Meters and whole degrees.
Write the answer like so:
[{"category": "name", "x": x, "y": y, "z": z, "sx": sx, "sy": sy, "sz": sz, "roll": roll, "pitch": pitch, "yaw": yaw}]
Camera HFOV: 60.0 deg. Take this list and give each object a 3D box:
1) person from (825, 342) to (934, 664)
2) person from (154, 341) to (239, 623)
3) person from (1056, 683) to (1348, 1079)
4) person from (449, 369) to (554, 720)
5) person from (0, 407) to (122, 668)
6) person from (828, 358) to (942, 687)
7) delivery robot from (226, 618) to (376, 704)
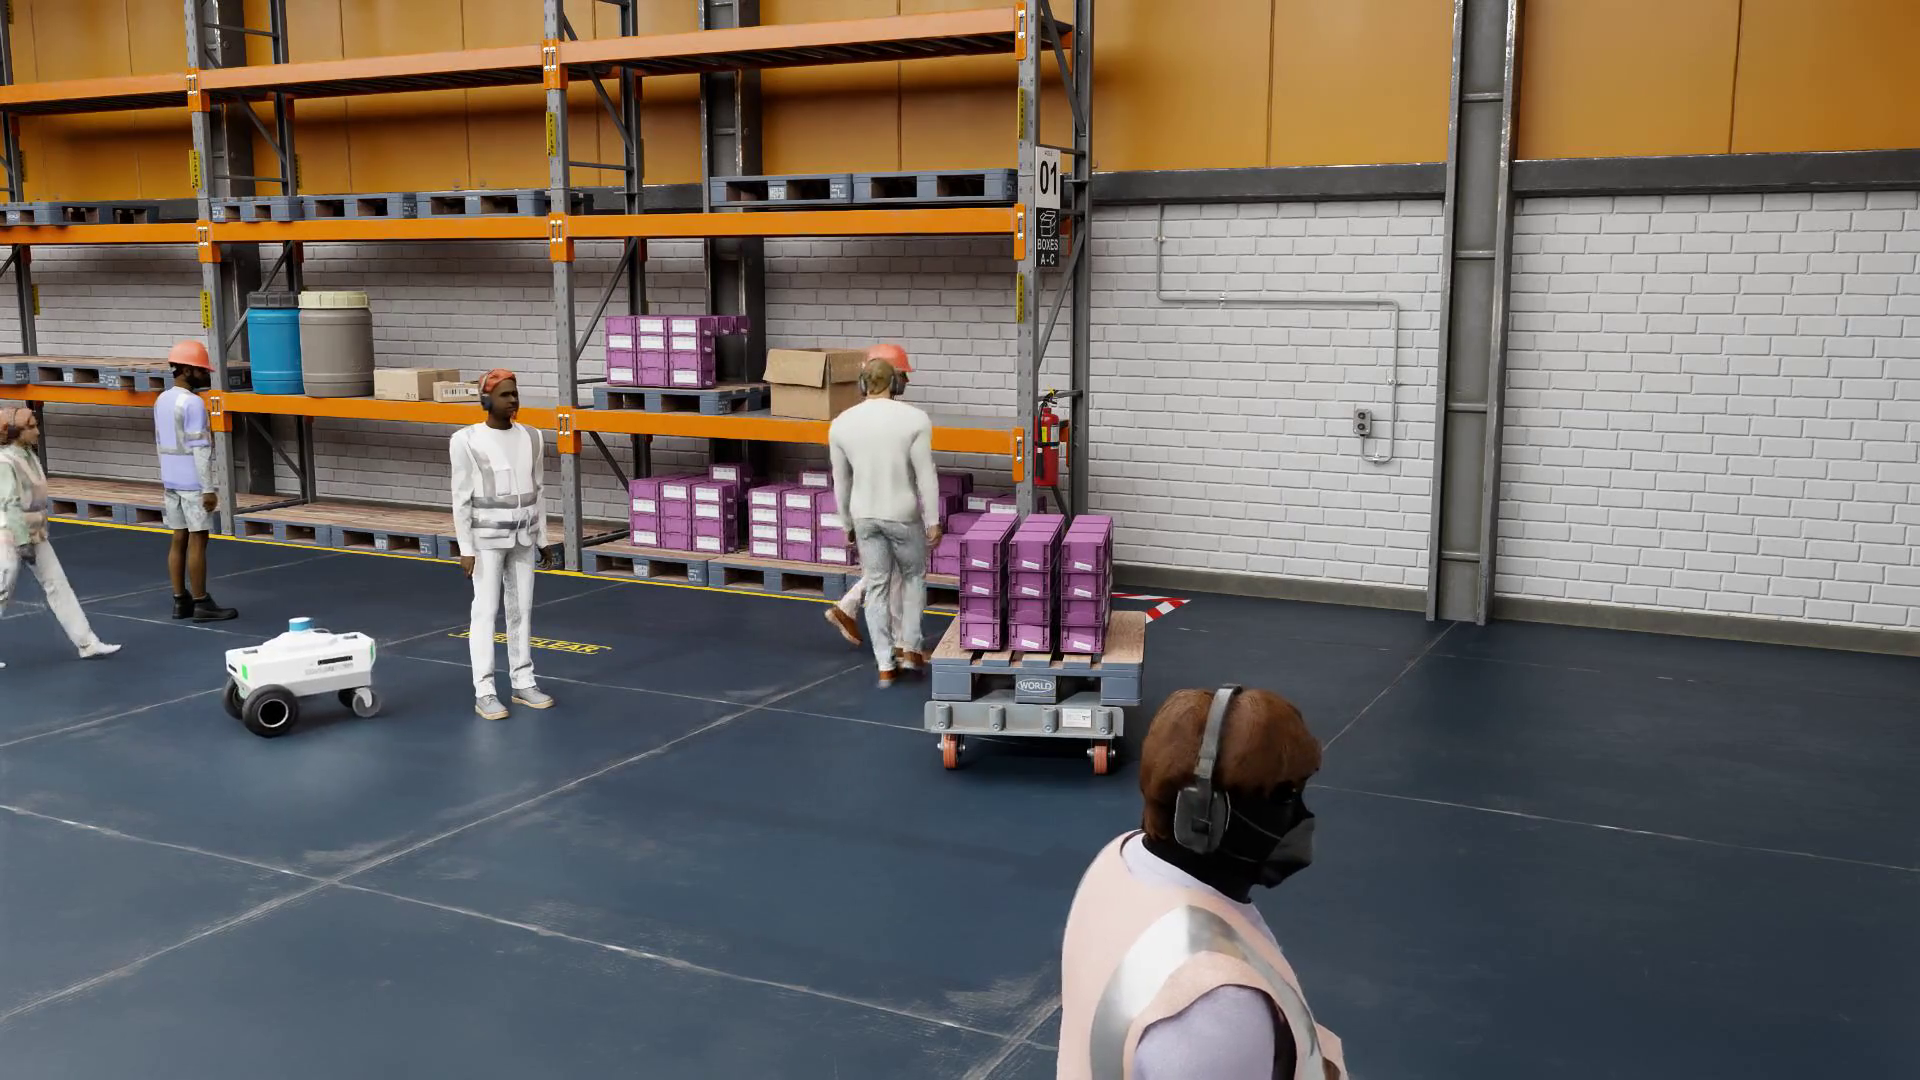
[{"category": "person", "x": -0.472, "y": -0.225, "z": 10.221, "sx": 0.722, "sy": 1.977, "sz": 0.637, "roll": 1, "pitch": 9, "yaw": 8}, {"category": "person", "x": -5.276, "y": -0.395, "z": 11.439, "sx": 0.545, "sy": 1.927, "sz": 0.385, "roll": 7, "pitch": 12, "yaw": 39}, {"category": "person", "x": 0.349, "y": 1.109, "z": 2.431, "sx": 0.430, "sy": 1.840, "sz": 0.626, "roll": -1, "pitch": 9, "yaw": -5}, {"category": "person", "x": -2.474, "y": 0.016, "z": 9.034, "sx": 0.355, "sy": 1.885, "sz": 0.574, "roll": 7, "pitch": 12, "yaw": 39}, {"category": "person", "x": -5.668, "y": -0.008, "z": 10.081, "sx": 0.880, "sy": 1.590, "sz": 0.539, "roll": -1, "pitch": 9, "yaw": -8}, {"category": "person", "x": -0.433, "y": -0.100, "z": 9.696, "sx": 0.682, "sy": 1.900, "sz": 0.477, "roll": 2, "pitch": 9, "yaw": 12}, {"category": "delivery robot", "x": -3.498, "y": 0.657, "z": 8.853, "sx": 0.707, "sy": 0.478, "sz": 0.477, "roll": -7, "pitch": 11, "yaw": -37}]
